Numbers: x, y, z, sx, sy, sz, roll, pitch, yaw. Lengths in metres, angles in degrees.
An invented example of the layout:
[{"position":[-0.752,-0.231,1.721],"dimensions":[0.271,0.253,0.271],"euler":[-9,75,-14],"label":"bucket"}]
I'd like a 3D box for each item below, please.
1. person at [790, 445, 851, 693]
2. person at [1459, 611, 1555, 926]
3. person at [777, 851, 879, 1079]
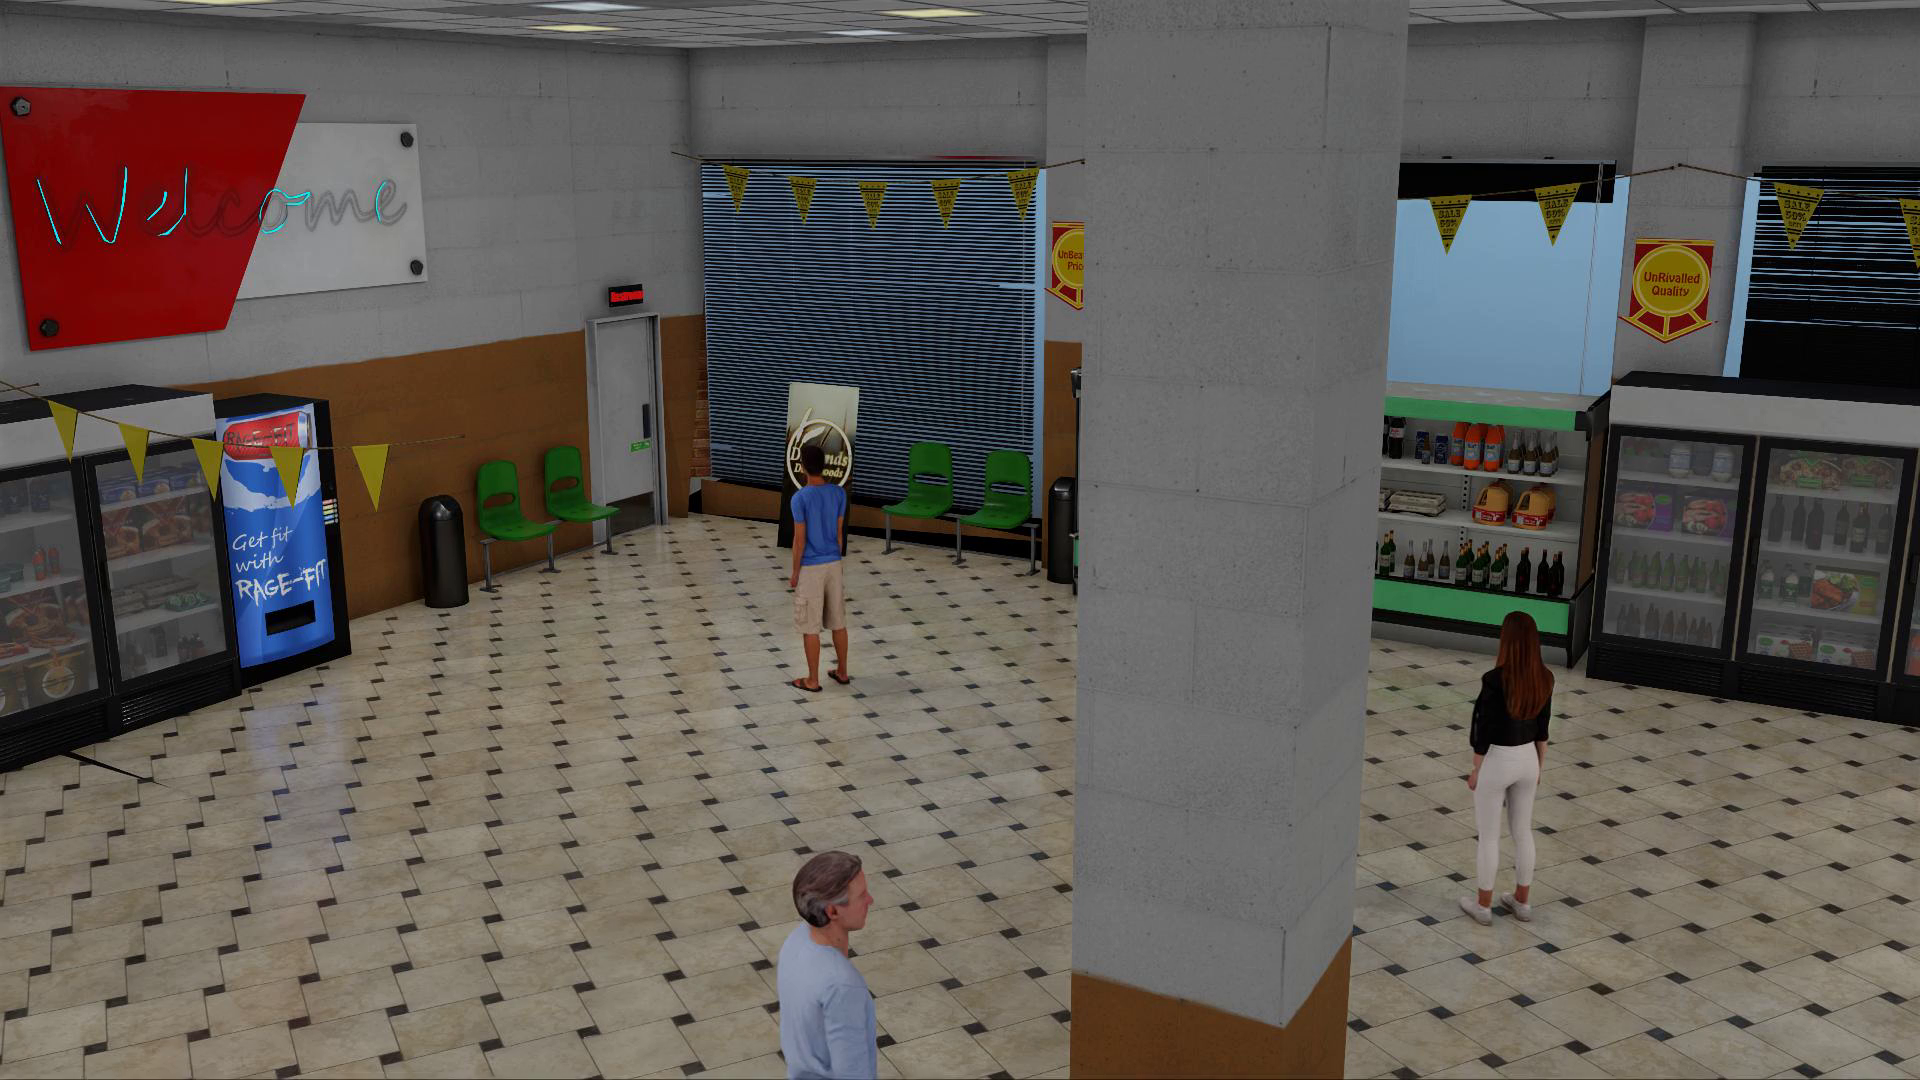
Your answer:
[{"position":[-1.064,0.206,12.598],"dimensions":[0.721,1.862,0.679],"euler":[-11,17,-38],"label":"person"},{"position":[2.910,1.207,8.819],"dimensions":[0.663,1.699,0.719],"euler":[-4,14,-16],"label":"person"},{"position":[-0.428,1.914,5.496],"dimensions":[0.809,1.892,0.721],"euler":[-5,15,-21],"label":"person"}]
